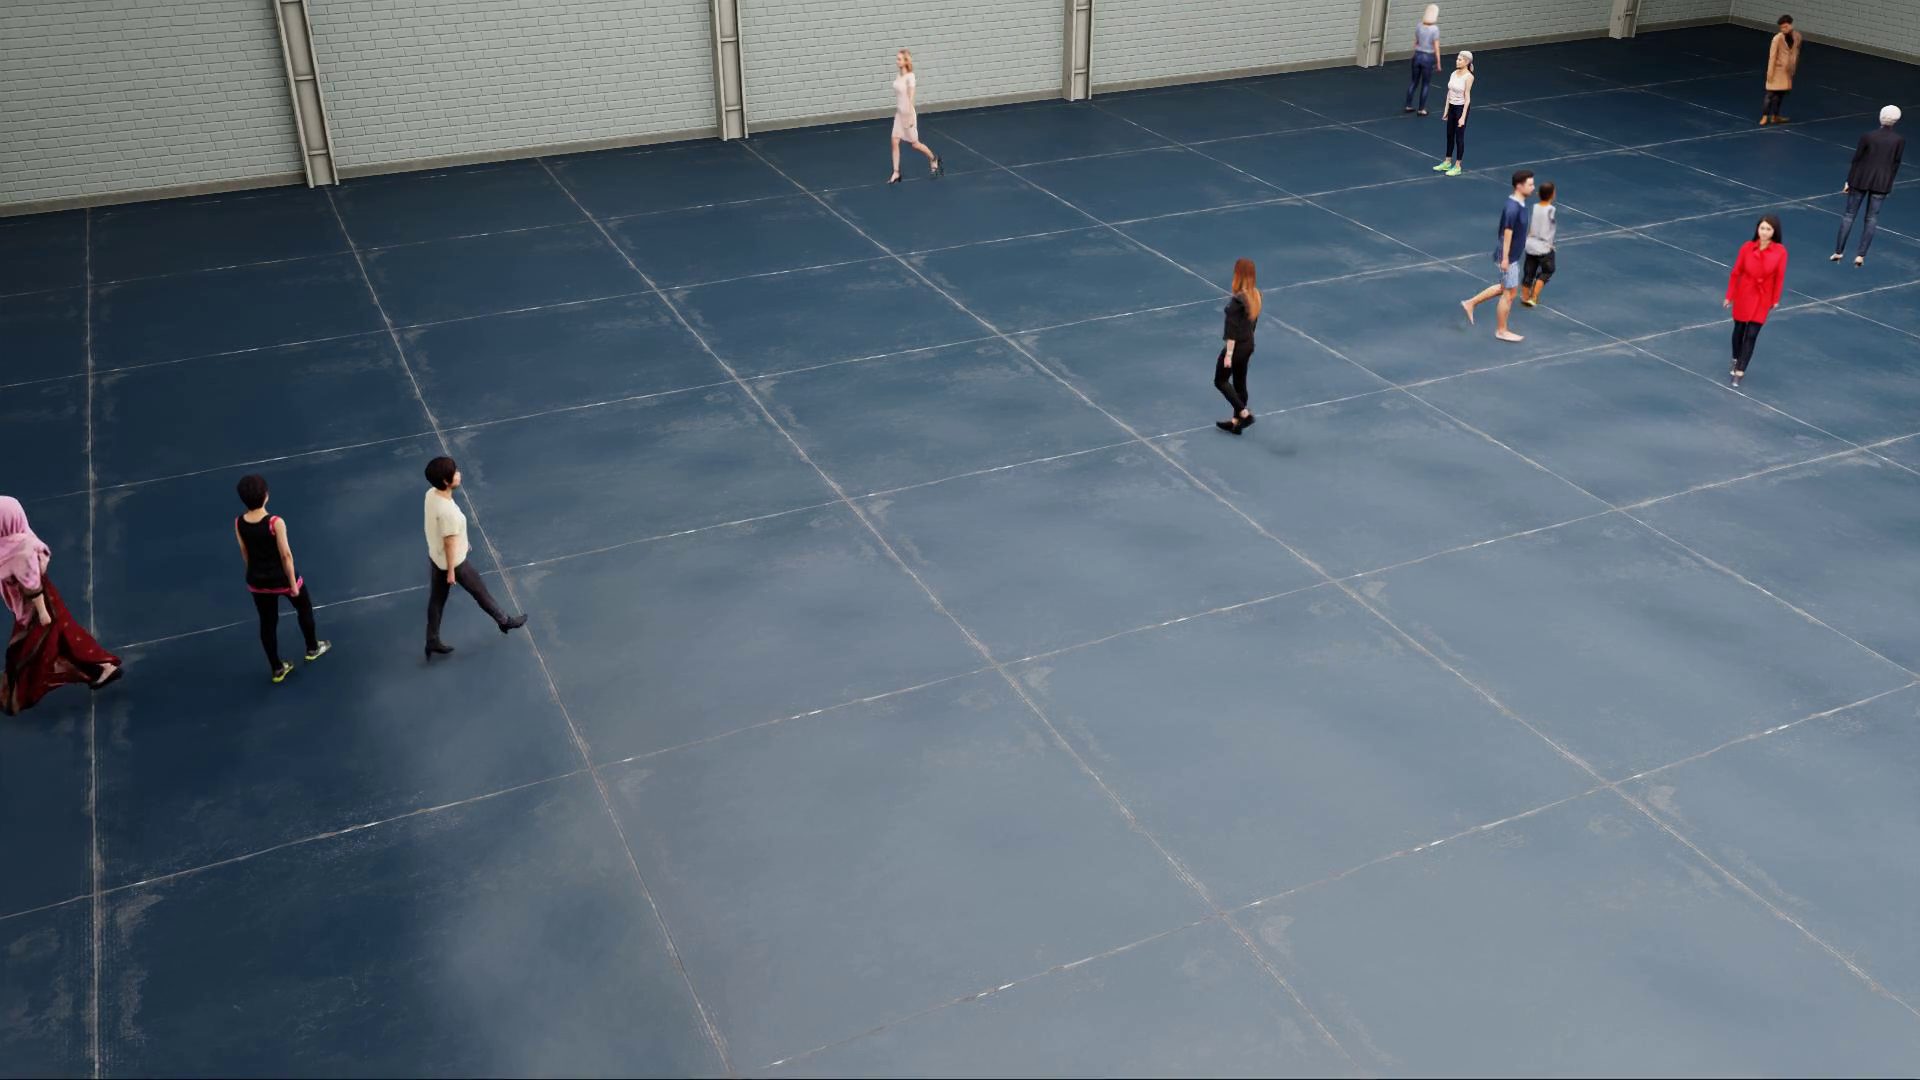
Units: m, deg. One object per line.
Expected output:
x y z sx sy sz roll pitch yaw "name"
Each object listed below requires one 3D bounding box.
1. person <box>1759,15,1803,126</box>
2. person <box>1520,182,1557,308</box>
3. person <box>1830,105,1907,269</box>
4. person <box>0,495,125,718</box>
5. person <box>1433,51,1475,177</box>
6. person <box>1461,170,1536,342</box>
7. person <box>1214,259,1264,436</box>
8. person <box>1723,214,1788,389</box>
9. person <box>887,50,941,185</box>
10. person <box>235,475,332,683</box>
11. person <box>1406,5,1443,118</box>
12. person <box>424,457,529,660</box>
12.783 -7.305 25.830 0.651 1.688 0.929 -12 30 -21 "person"
6.458 -3.318 18.598 0.678 1.447 0.689 25 37 38 "person"
9.857 -3.865 18.093 0.823 1.779 0.777 13 31 24 "person"
-6.256 0.419 11.418 1.052 1.601 0.638 -13 31 -24 "person"
7.008 -6.016 23.393 0.528 1.702 0.599 -11 30 -20 "person"
5.744 -3.033 17.653 1.004 1.834 0.989 14 31 24 "person"
2.651 -1.746 15.371 0.815 1.707 0.742 21 35 34 "person"
7.917 -2.409 16.611 0.961 1.712 1.101 16 32 27 "person"
-0.653 -5.818 22.918 1.122 1.800 0.694 -18 33 -30 "person"
-4.878 0.307 11.701 0.808 1.533 0.834 4 28 7 "person"
7.326 -7.582 26.319 0.640 1.716 0.674 -22 35 -35 "person"
-3.736 0.167 11.947 1.062 1.549 0.749 -21 34 -34 "person"
